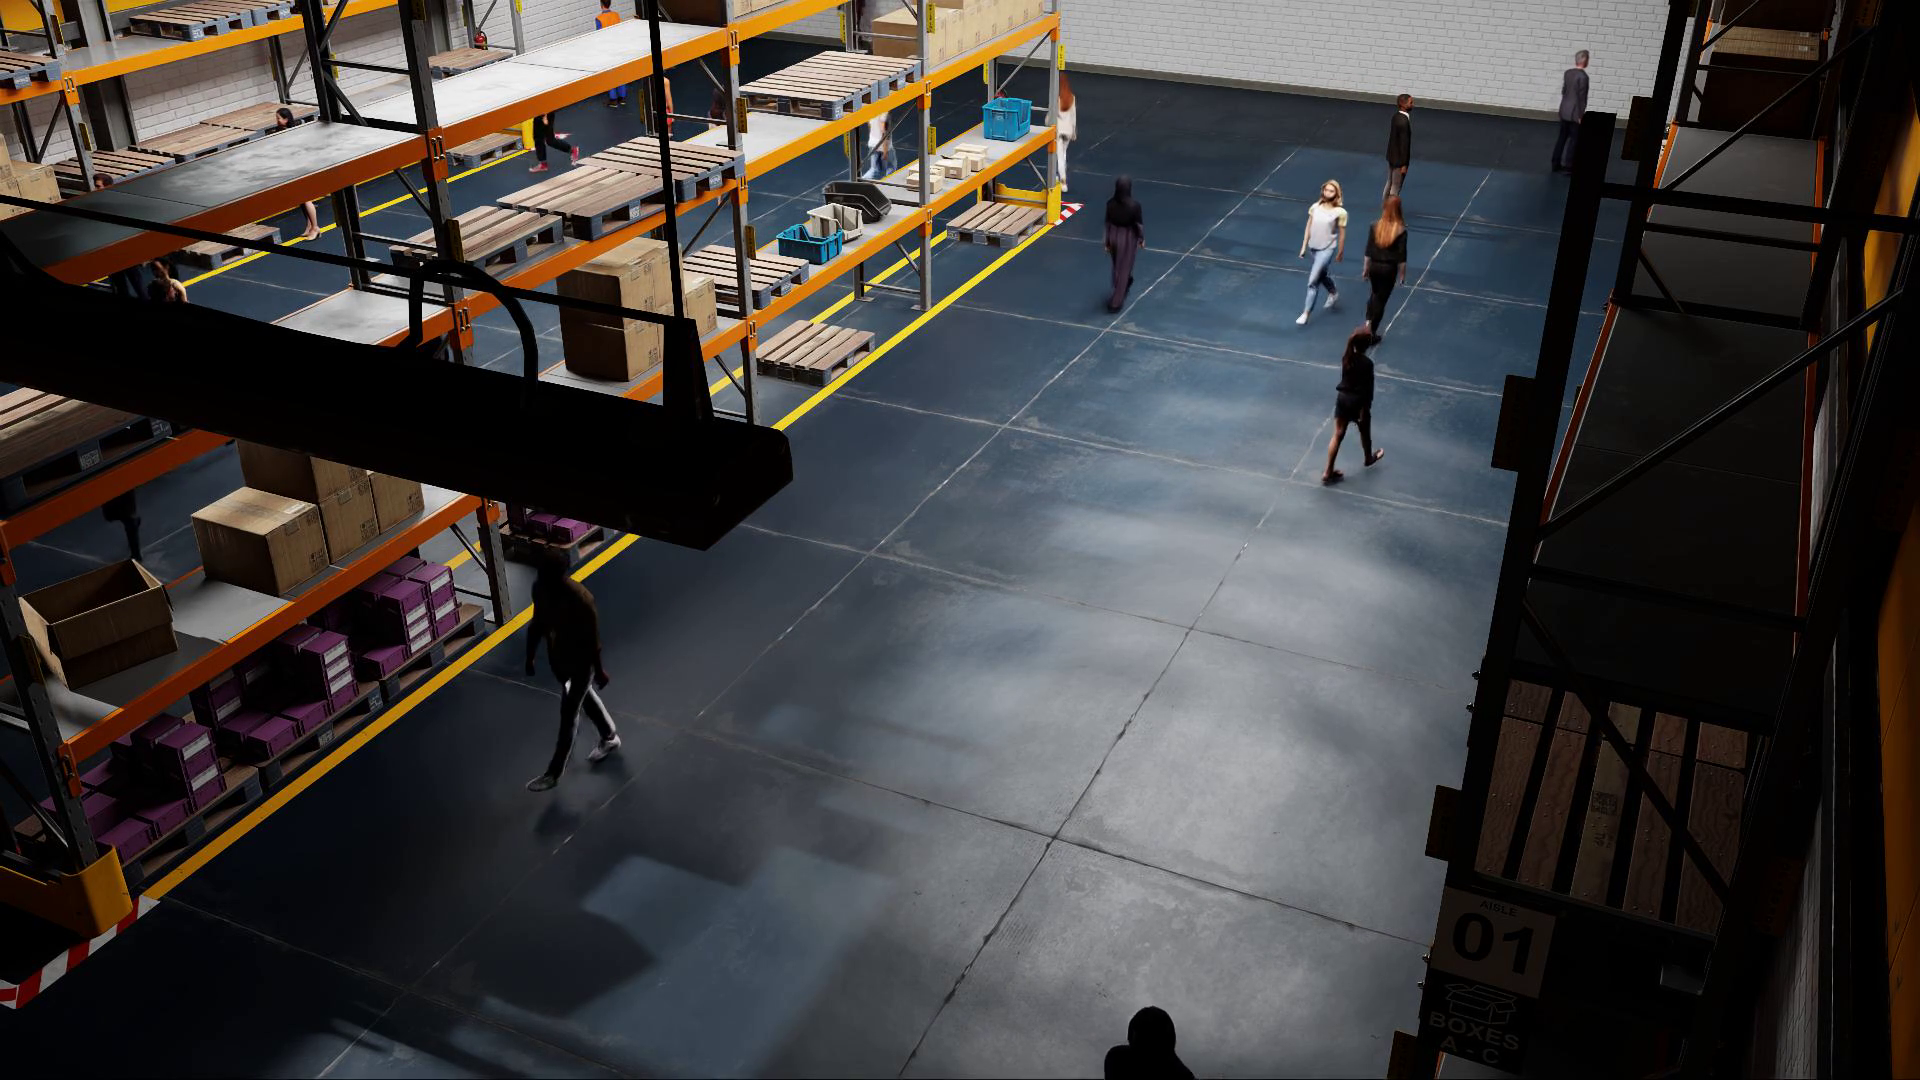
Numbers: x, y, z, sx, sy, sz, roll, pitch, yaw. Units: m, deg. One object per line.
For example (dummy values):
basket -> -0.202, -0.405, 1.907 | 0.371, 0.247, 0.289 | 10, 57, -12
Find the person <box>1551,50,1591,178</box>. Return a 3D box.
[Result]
person -> 9.158, -6.408, 24.903 | 0.893, 1.835, 0.811 | -7, 29, -13

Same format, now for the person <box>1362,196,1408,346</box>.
person -> 4.747, -3.020, 18.835 | 0.676, 1.699, 0.705 | 23, 36, 36

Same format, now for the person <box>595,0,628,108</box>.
person -> -5.997, -8.409, 28.542 | 0.811, 1.863, 0.643 | 22, 36, 35

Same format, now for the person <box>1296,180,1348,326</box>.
person -> 4.300, -3.406, 19.558 | 0.845, 1.684, 1.241 | 23, 36, 36

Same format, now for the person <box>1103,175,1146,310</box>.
person -> 1.922, -3.553, 19.907 | 0.656, 1.608, 1.111 | 15, 32, 26

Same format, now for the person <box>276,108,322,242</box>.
person -> -8.841, -4.881, 22.172 | 0.797, 1.769, 0.775 | -19, 34, -31

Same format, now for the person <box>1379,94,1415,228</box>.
person -> 5.974, -5.184, 22.696 | 0.803, 1.800, 0.671 | -2, 29, -3

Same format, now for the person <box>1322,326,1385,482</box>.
person -> 3.682, -1.271, 15.816 | 1.100, 1.519, 0.850 | -21, 35, -34

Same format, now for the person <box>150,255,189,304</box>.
person -> -8.047, -2.157, 17.240 | 0.622, 1.712, 0.856 | 9, 30, 16

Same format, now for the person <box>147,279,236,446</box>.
person -> -7.723, -1.567, 16.053 | 1.295, 1.811, 0.908 | -25, 37, -38

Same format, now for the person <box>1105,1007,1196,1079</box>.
person -> 0.930, 2.873, 8.016 | 0.648, 1.713, 0.883 | 11, 30, 19

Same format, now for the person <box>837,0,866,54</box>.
person -> -2.034, -10.147, 31.735 | 0.848, 1.857, 0.928 | -15, 32, -26

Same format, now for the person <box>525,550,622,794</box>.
person -> -2.653, 0.839, 11.671 | 0.953, 1.785, 1.215 | 22, 36, 34

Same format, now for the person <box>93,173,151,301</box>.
person -> -9.737, -3.352, 19.282 | 0.708, 1.853, 0.626 | 8, 30, 14

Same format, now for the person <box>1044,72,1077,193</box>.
person -> 1.506, -5.878, 24.085 | 0.990, 1.688, 1.026 | -12, 31, -21

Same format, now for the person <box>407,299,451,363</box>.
person -> -5.046, -1.469, 15.850 | 0.638, 1.834, 0.536 | 11, 30, 19
